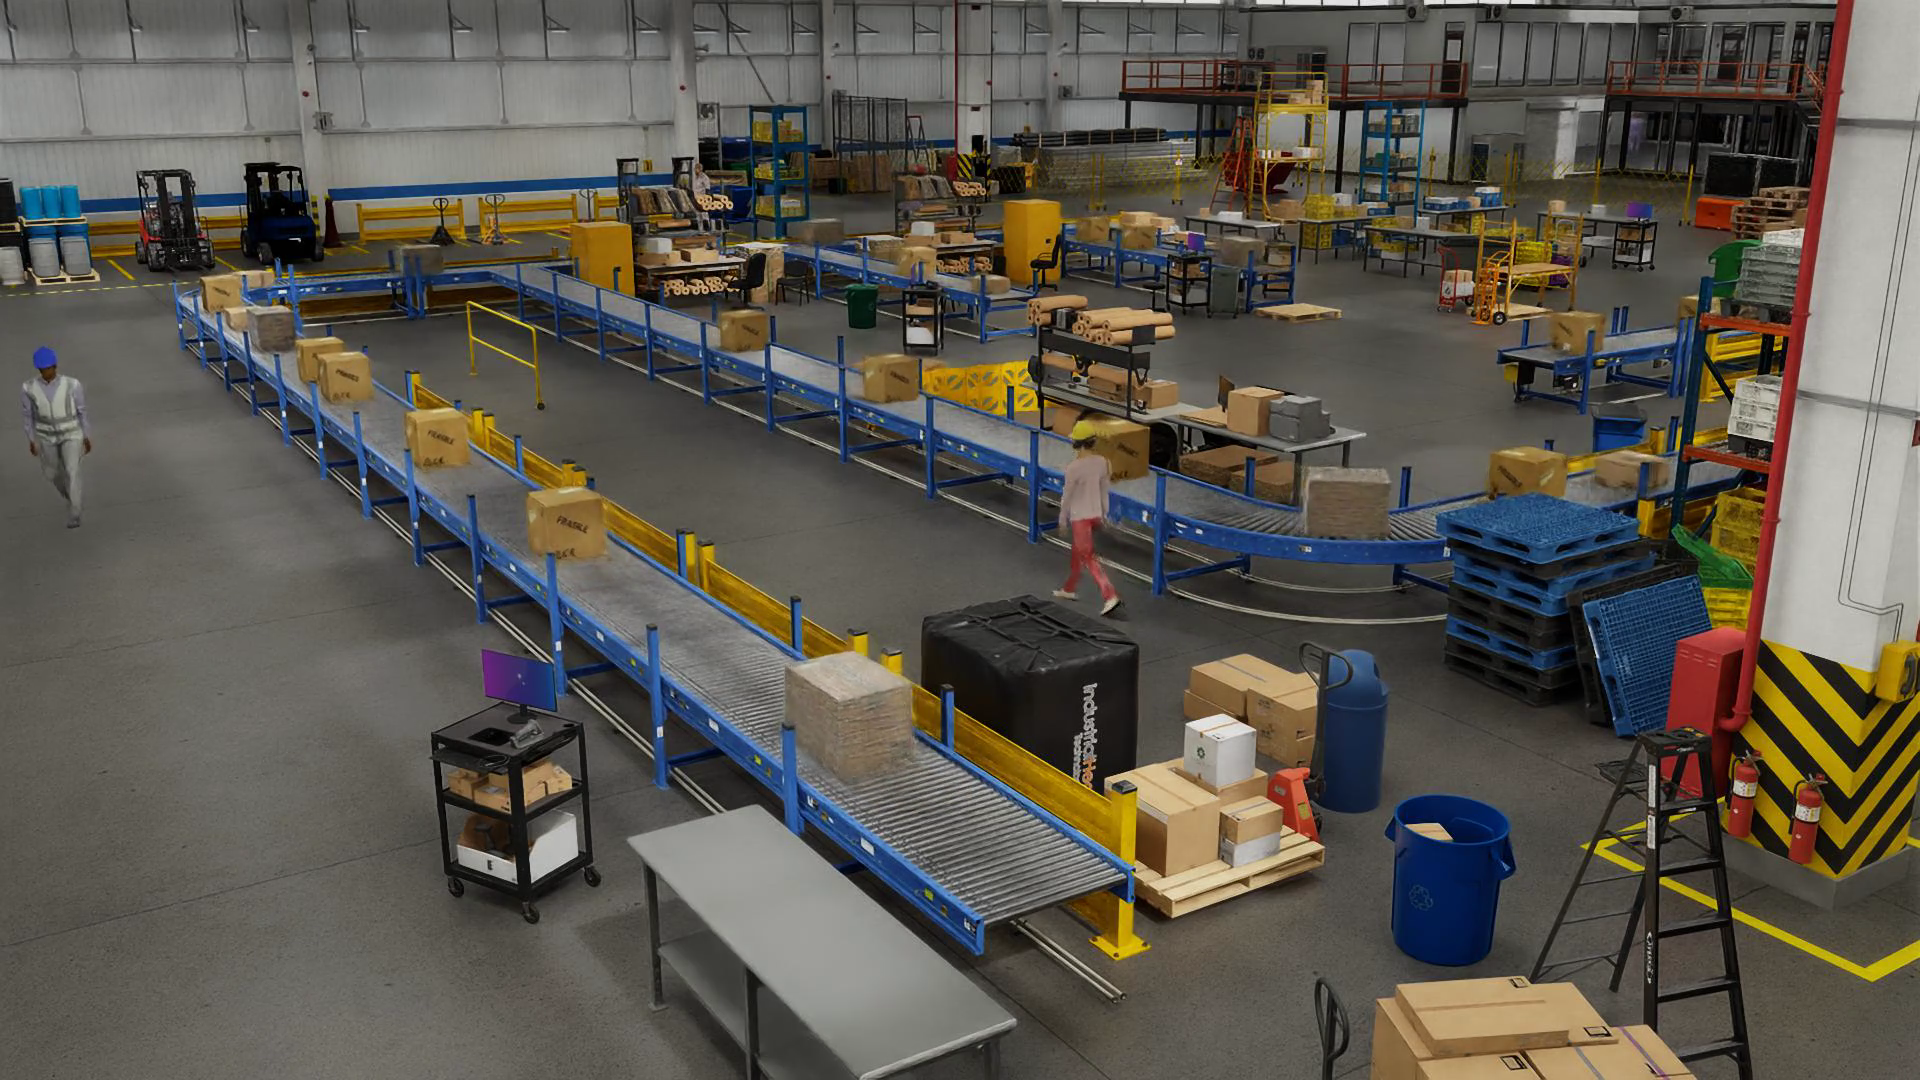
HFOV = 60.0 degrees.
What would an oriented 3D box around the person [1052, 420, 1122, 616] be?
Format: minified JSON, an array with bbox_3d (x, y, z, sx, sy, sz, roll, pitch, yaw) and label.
[{"bbox_3d":[1.159,-0.206,14.872,0.882,1.731,0.530,16,23,42],"label":"person"}]

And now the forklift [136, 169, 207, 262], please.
[{"bbox_3d":[-17.842,-7.318,37.559,1.157,1.987,2.680,-10,20,-31],"label":"forklift"}]

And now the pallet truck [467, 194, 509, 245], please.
[{"bbox_3d":[-11.983,-8.177,42.137,0.704,1.261,1.522,-11,20,-33],"label":"pallet truck"}]

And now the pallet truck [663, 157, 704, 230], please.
[{"bbox_3d":[-7.586,-9.308,44.692,0.823,1.965,1.885,-11,20,-33],"label":"pallet truck"}]

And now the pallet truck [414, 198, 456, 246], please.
[{"bbox_3d":[-13.250,-8.060,41.856,0.680,1.201,1.601,-10,20,-31],"label":"pallet truck"}]

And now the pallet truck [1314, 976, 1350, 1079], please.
[{"bbox_3d":[2.299,2.390,7.086,1.601,1.201,0.680,-2,17,-7],"label":"pallet truck"}]

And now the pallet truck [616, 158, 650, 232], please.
[{"bbox_3d":[-8.918,-9.176,44.255,0.823,1.965,1.885,-9,19,-27],"label":"pallet truck"}]

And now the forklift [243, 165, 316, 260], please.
[{"bbox_3d":[-15.898,-7.669,38.708,1.157,1.987,2.680,-11,20,-33],"label":"forklift"}]

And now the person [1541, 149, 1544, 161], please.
[{"bbox_3d":[21.824,-14.483,62.540,0.496,1.625,0.287,10,19,29],"label":"person"}]

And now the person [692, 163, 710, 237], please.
[{"bbox_3d":[-6.743,-8.803,43.170,0.409,1.908,0.639,-14,22,-40],"label":"person"}]

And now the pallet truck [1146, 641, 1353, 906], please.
[{"bbox_3d":[1.664,1.407,10.232,1.630,1.274,0.653,-10,20,-31],"label":"pallet truck"}]

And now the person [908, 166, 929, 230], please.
[{"bbox_3d":[-0.912,-8.211,41.041,1.044,1.988,0.613,-1,17,-2],"label":"person"}]

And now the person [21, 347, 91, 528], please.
[{"bbox_3d":[-9.500,-1.114,17.563,0.610,1.927,0.648,-5,17,-15],"label":"person"}]

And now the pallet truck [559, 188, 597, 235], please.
[{"bbox_3d":[-10.010,-8.652,43.699,0.653,1.274,1.630,-10,20,-31],"label":"pallet truck"}]
